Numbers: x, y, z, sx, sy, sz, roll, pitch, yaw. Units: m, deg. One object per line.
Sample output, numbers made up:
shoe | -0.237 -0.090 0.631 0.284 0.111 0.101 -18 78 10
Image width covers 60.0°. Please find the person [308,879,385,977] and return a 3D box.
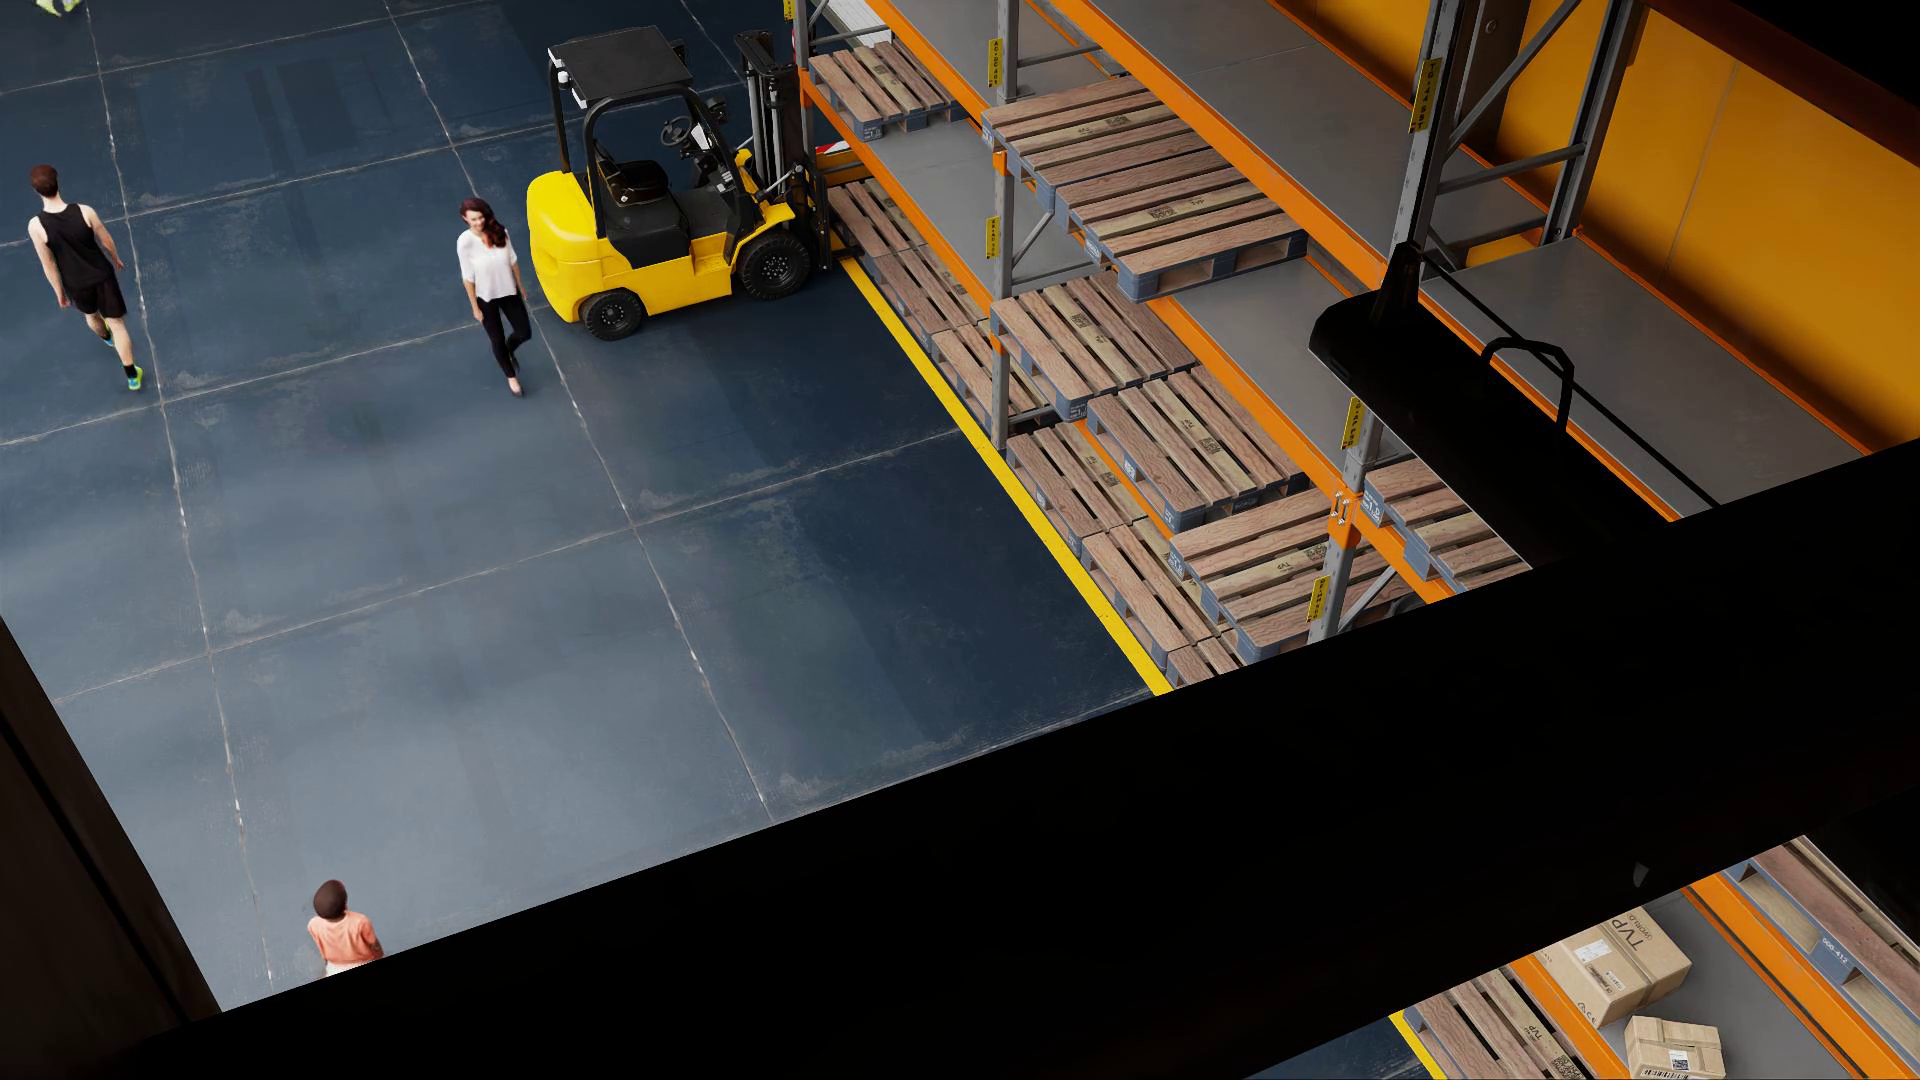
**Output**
person | -3.228 2.277 8.851 0.542 1.304 0.568 -3 44 -3

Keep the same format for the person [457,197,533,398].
person | -3.633 -1.912 12.901 0.691 1.783 0.742 -28 50 -27

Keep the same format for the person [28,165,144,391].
person | -6.754 -1.984 12.934 0.694 1.842 1.140 -19 47 -19
